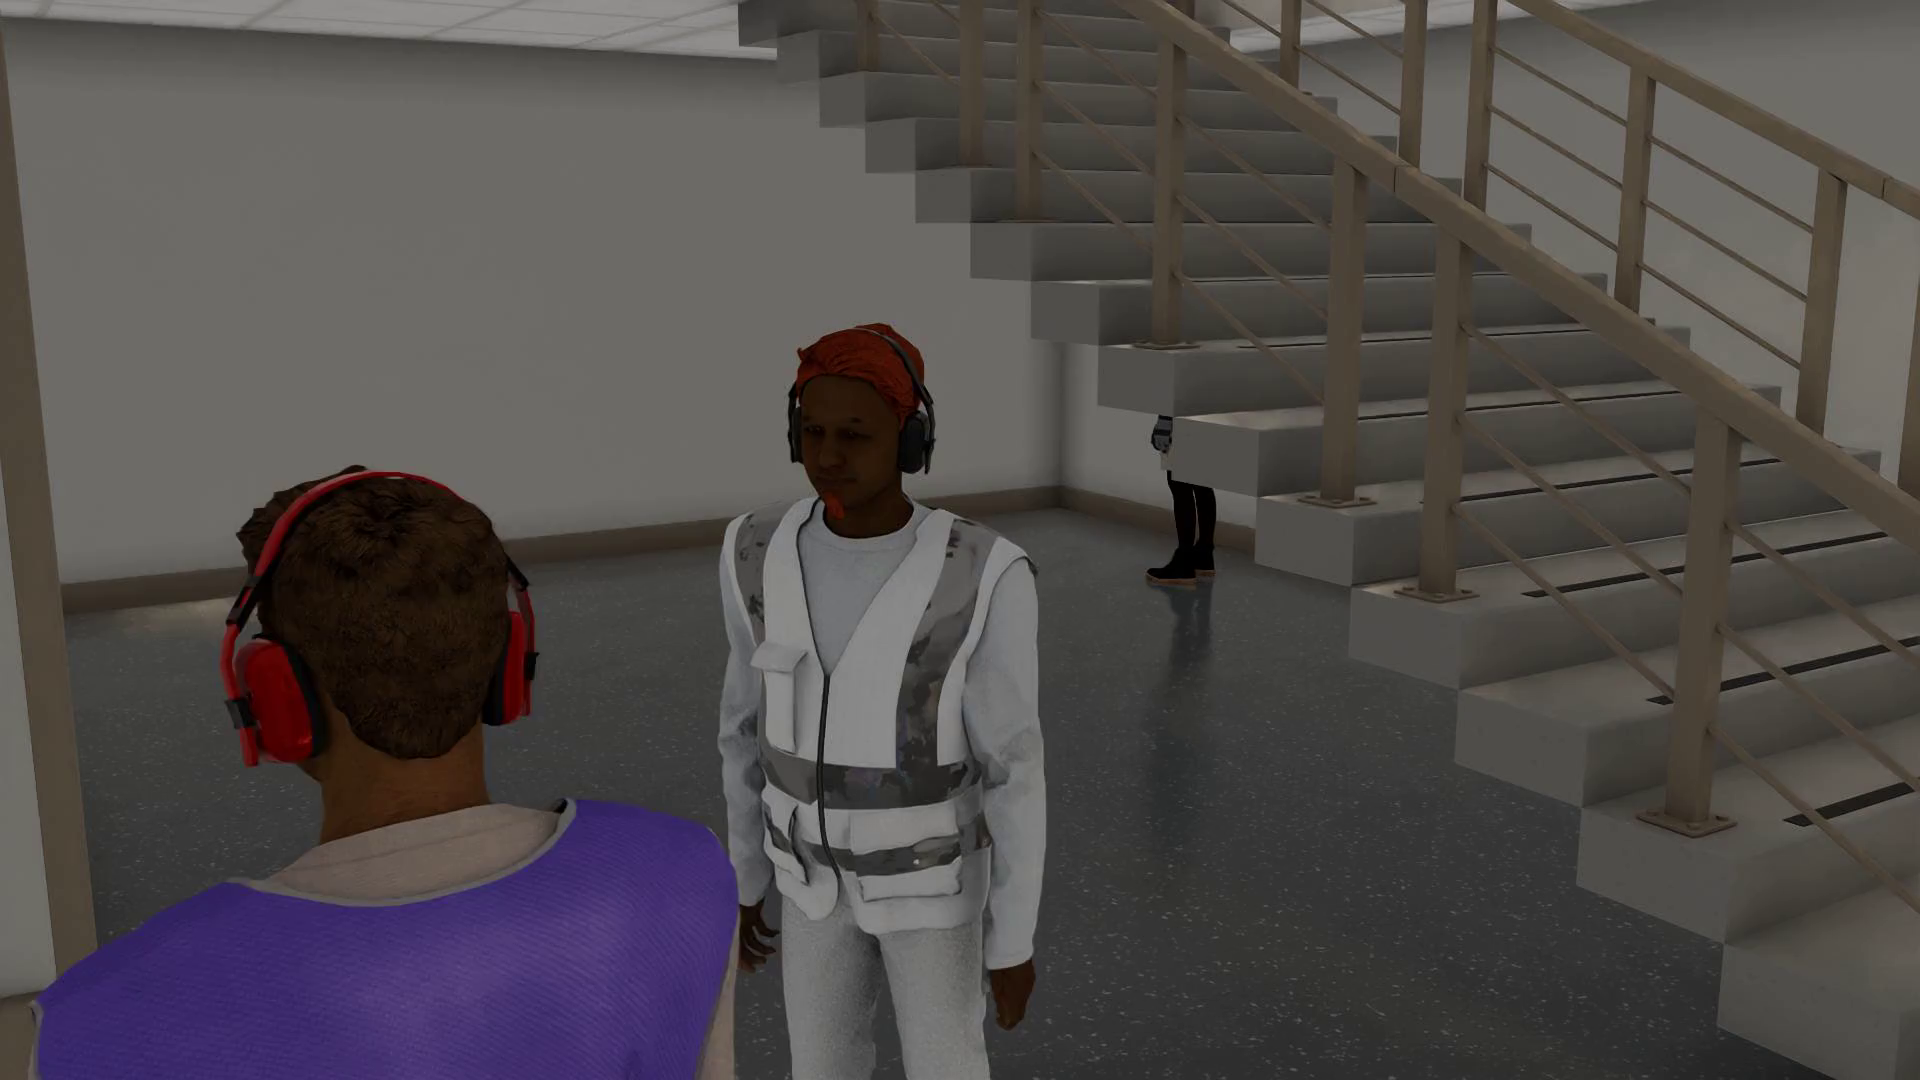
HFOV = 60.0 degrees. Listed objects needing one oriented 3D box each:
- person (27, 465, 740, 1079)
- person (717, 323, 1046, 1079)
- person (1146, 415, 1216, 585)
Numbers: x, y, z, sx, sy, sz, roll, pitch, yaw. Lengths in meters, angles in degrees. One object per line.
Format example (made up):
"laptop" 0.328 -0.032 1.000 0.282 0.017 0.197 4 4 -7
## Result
"person" -0.420 0.857 1.396 0.560 1.836 0.391 -9 14 -41
"person" -0.132 0.583 2.752 0.590 1.872 0.374 6 12 29
"person" 1.270 -0.730 9.378 0.364 1.962 0.611 8 13 35
